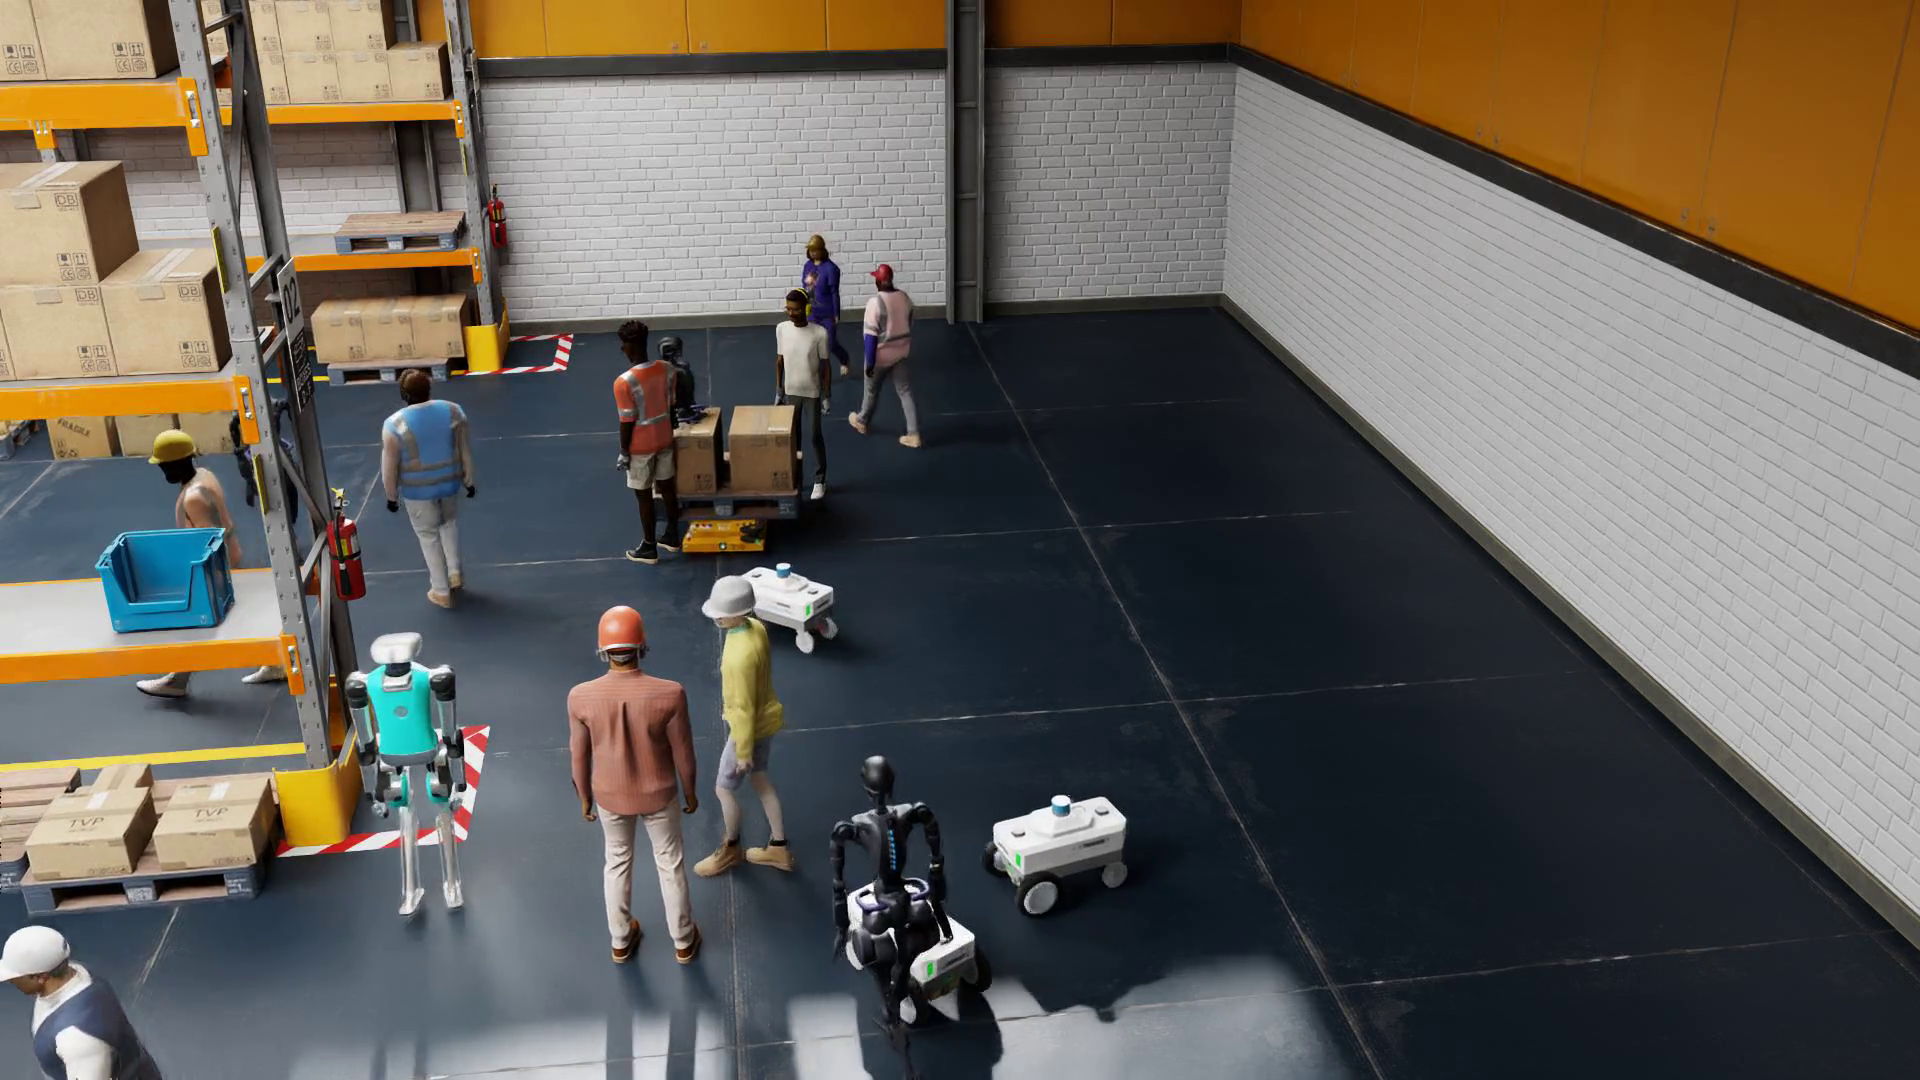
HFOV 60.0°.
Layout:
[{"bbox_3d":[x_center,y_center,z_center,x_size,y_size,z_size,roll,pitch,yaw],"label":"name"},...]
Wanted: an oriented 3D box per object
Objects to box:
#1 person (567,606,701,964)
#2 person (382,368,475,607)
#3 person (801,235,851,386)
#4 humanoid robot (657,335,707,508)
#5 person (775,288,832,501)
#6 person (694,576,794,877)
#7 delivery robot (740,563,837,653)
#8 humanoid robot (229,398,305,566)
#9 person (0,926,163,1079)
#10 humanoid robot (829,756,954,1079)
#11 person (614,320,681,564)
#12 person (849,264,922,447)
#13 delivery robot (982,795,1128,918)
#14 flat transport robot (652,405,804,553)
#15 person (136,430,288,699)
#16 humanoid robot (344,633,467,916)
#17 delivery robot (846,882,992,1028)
[{"bbox_3d":[-1.633,1.253,8.415,0.621,1.985,0.403,1,24,1],"label":"person"},{"bbox_3d":[-3.939,-0.386,12.339,0.656,1.824,0.479,-19,30,-37],"label":"person"},{"bbox_3d":[-1.388,-2.352,17.071,0.468,1.611,0.502,13,27,28],"label":"person"},{"bbox_3d":[-2.226,-0.889,13.696,0.550,1.639,0.589,3,24,7],"label":"humanoid robot"},{"bbox_3d":[-1.348,-1.244,14.241,0.530,1.869,0.313,8,25,17],"label":"person"},{"bbox_3d":[-1.203,1.004,9.126,0.566,1.864,0.583,2,24,3],"label":"person"},{"bbox_3d":[-1.288,0.457,12.017,0.788,0.610,0.499,15,28,30],"label":"delivery robot"},{"bbox_3d":[-5.355,-0.574,13.020,0.633,1.636,0.706,-16,29,-33],"label":"humanoid robot"},{"bbox_3d":[-3.375,2.225,6.492,0.496,1.739,0.792,-16,29,-33],"label":"person"},{"bbox_3d":[-0.302,1.765,7.693,0.584,1.623,0.689,-9,25,-20],"label":"humanoid robot"},{"bbox_3d":[-2.458,-0.769,13.048,0.368,1.960,0.601,15,28,31],"label":"person"},{"bbox_3d":[-0.688,-1.740,15.577,0.619,1.706,0.947,-17,29,-33],"label":"person"},{"bbox_3d":[0.535,1.698,9.181,0.796,0.601,0.499,-10,26,-22],"label":"delivery robot"},{"bbox_3d":[-1.935,-0.260,13.989,0.659,0.231,1.431,-1,24,-2],"label":"flat transport robot"},{"bbox_3d":[-5.070,0.161,11.028,0.986,1.875,0.599,-5,24,-12],"label":"person"},{"bbox_3d":[-2.854,1.158,8.765,0.533,1.677,0.736,-5,24,-11],"label":"humanoid robot"},{"bbox_3d":[-0.245,2.028,8.408,0.499,0.585,0.784,-19,30,-37],"label":"delivery robot"}]
